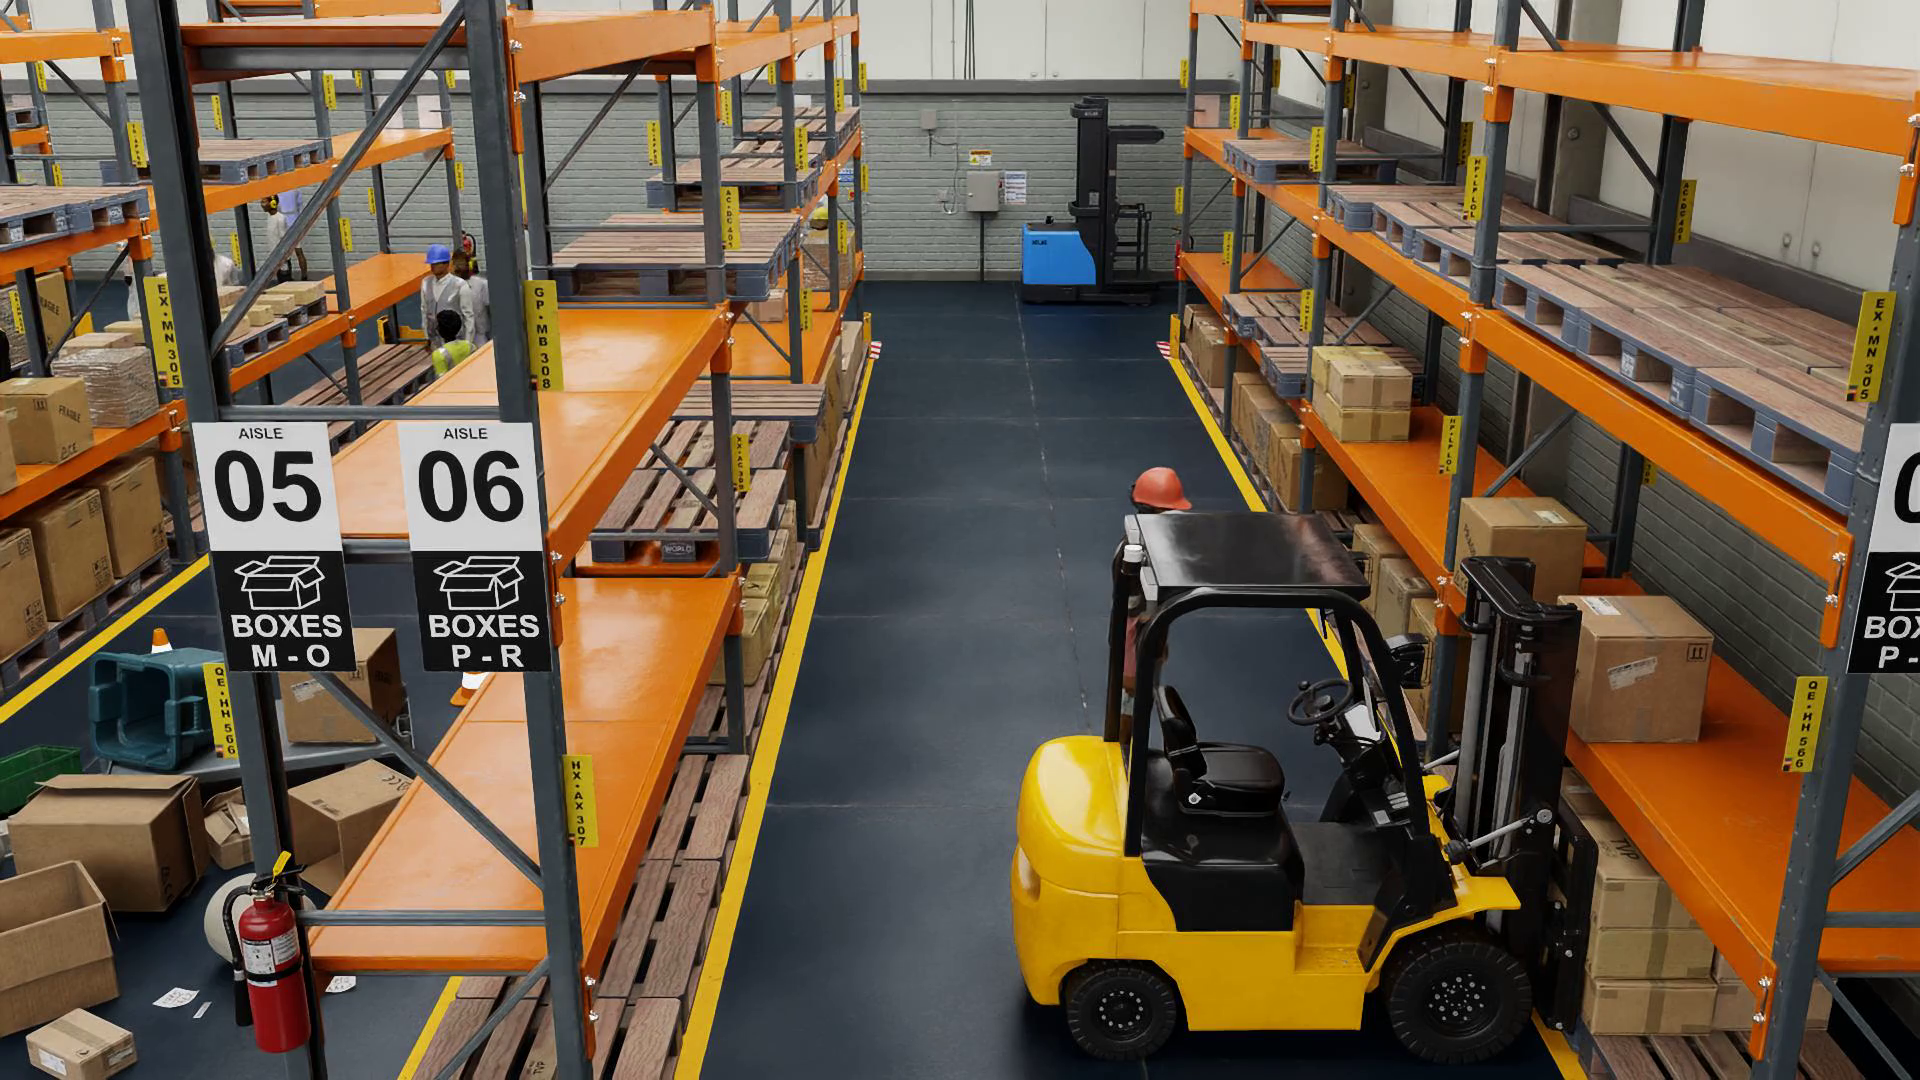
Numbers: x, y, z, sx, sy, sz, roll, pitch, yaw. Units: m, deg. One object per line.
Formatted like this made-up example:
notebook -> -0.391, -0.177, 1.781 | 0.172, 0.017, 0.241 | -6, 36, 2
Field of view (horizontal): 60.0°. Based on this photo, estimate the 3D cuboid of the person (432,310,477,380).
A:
person -> -4.575, -1.251, 15.127 | 0.319, 1.697, 0.533 | 8, 20, 22

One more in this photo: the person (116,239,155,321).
person -> -10.742, -3.561, 21.757 | 0.383, 1.922, 0.593 | 2, 18, 5

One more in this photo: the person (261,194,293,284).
person -> -9.240, -3.812, 22.624 | 0.326, 1.861, 0.507 | -15, 23, -38

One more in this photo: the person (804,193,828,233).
person -> -2.062, -4.503, 24.578 | 0.602, 1.943, 0.394 | 17, 25, 42

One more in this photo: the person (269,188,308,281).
person -> -10.330, -4.806, 25.499 | 0.372, 1.939, 0.544 | 17, 25, 41

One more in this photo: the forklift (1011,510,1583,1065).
forklift -> 1.387, 1.055, 7.378 | 2.313, 2.155, 1.214 | 0, 18, 0

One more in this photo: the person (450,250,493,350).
person -> -5.206, -2.189, 17.759 | 0.533, 1.842, 0.456 | 2, 18, 7

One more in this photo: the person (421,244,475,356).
person -> -5.328, -2.105, 17.317 | 0.604, 1.949, 0.398 | 7, 19, 19

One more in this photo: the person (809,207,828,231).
person -> -1.824, -3.493, 21.847 | 0.321, 1.738, 0.494 | -3, 18, -8

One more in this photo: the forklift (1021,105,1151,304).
forklift -> 1.857, -4.944, 24.441 | 1.873, 2.768, 1.129 | 0, 18, 0

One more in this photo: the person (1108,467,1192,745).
person -> 1.026, 0.581, 9.075 | 0.417, 2.034, 0.604 | 8, 20, 23
